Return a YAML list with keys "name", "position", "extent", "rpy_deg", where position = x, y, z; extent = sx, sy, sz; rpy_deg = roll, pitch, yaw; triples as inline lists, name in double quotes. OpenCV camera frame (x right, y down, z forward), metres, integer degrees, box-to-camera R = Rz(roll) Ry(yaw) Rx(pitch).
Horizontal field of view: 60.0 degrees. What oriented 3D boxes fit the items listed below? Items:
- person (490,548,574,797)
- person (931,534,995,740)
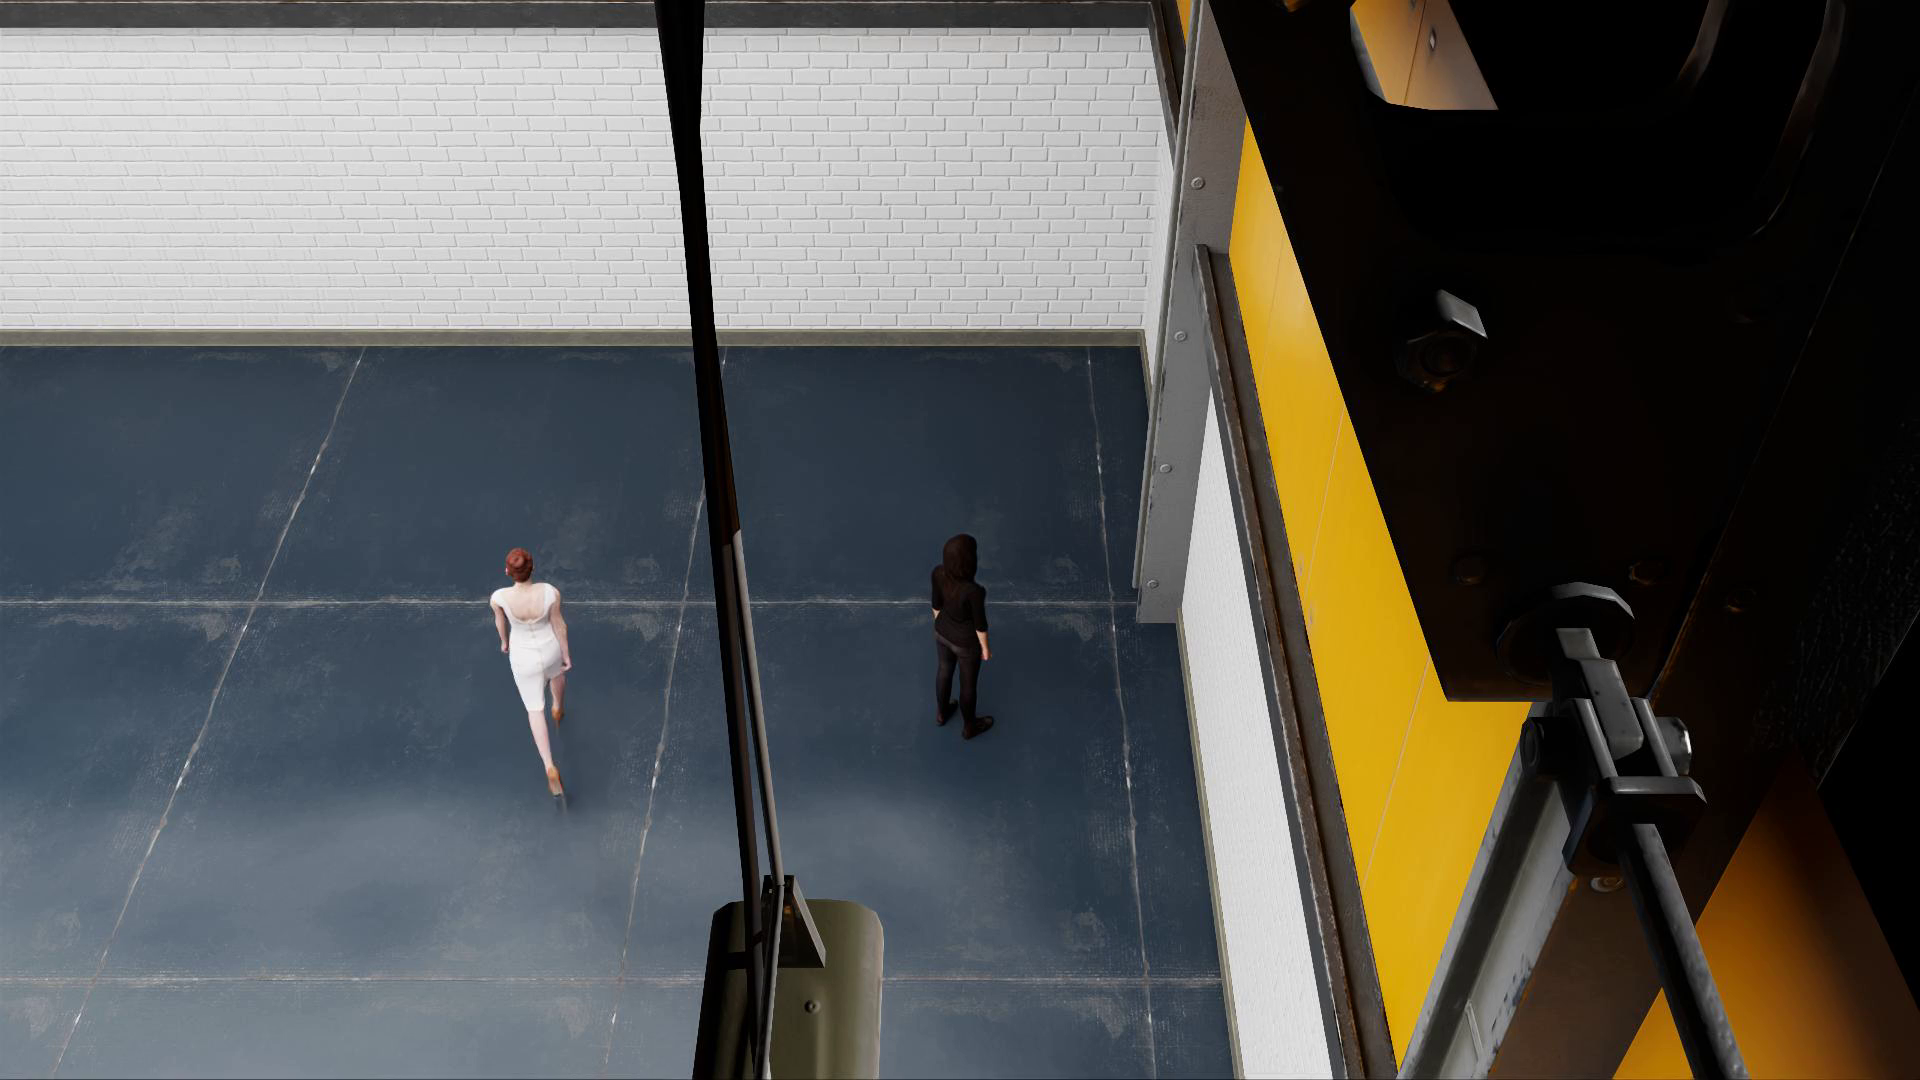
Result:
- name: "person"
  position: [-2.547, 0.787, 10.014]
  extent: [0.773, 1.755, 1.155]
  rpy_deg: [-11, 45, -11]
- name: "person"
  position: [-0.011, 0.597, 10.296]
  extent: [0.654, 1.642, 0.692]
  rpy_deg: [29, 51, 27]
